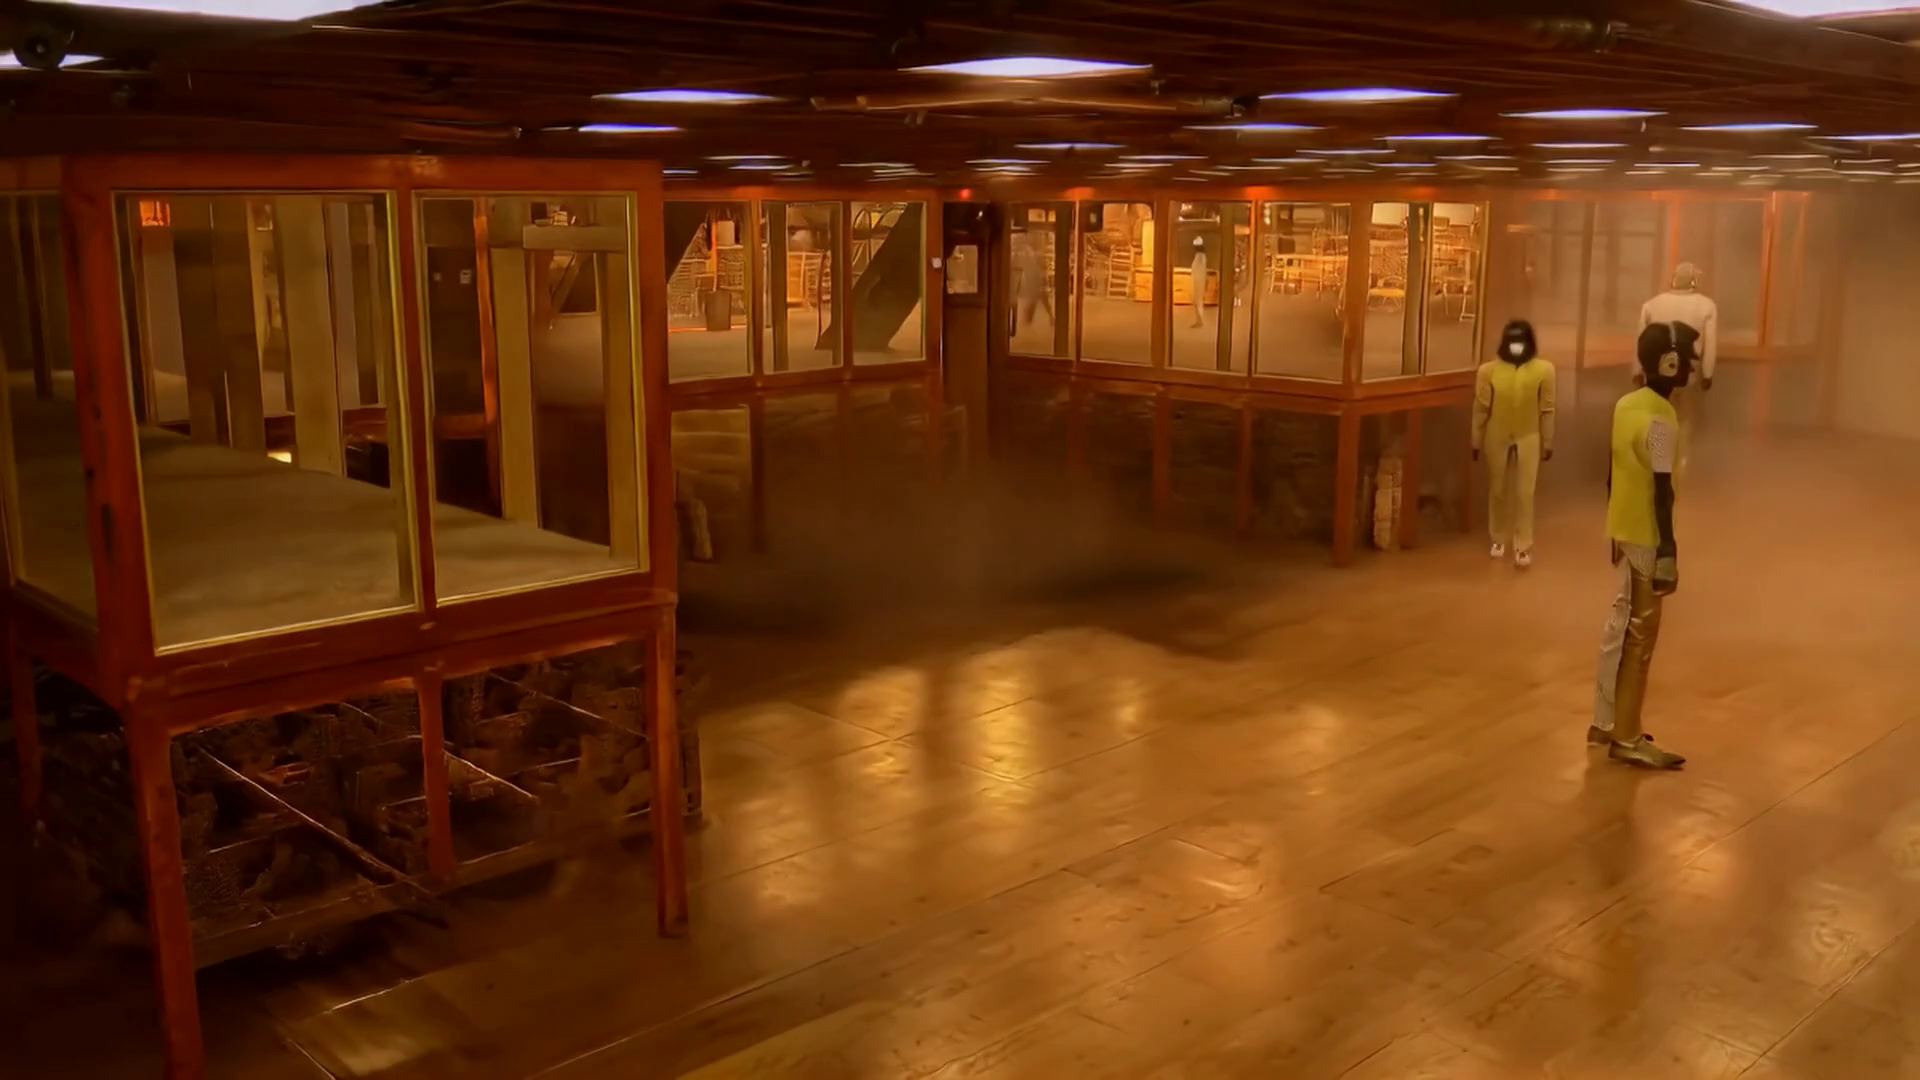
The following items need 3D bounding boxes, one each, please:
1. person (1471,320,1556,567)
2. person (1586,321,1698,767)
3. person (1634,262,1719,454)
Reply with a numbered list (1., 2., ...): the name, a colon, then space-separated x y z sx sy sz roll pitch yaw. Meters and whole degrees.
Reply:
1. person: 3.610 -0.627 10.884 0.521 1.594 0.803 3 12 17
2. person: 2.892 0.015 7.000 0.314 1.866 0.535 0 11 0
3. person: 6.264 -1.498 14.597 0.654 1.866 0.971 5 12 24
